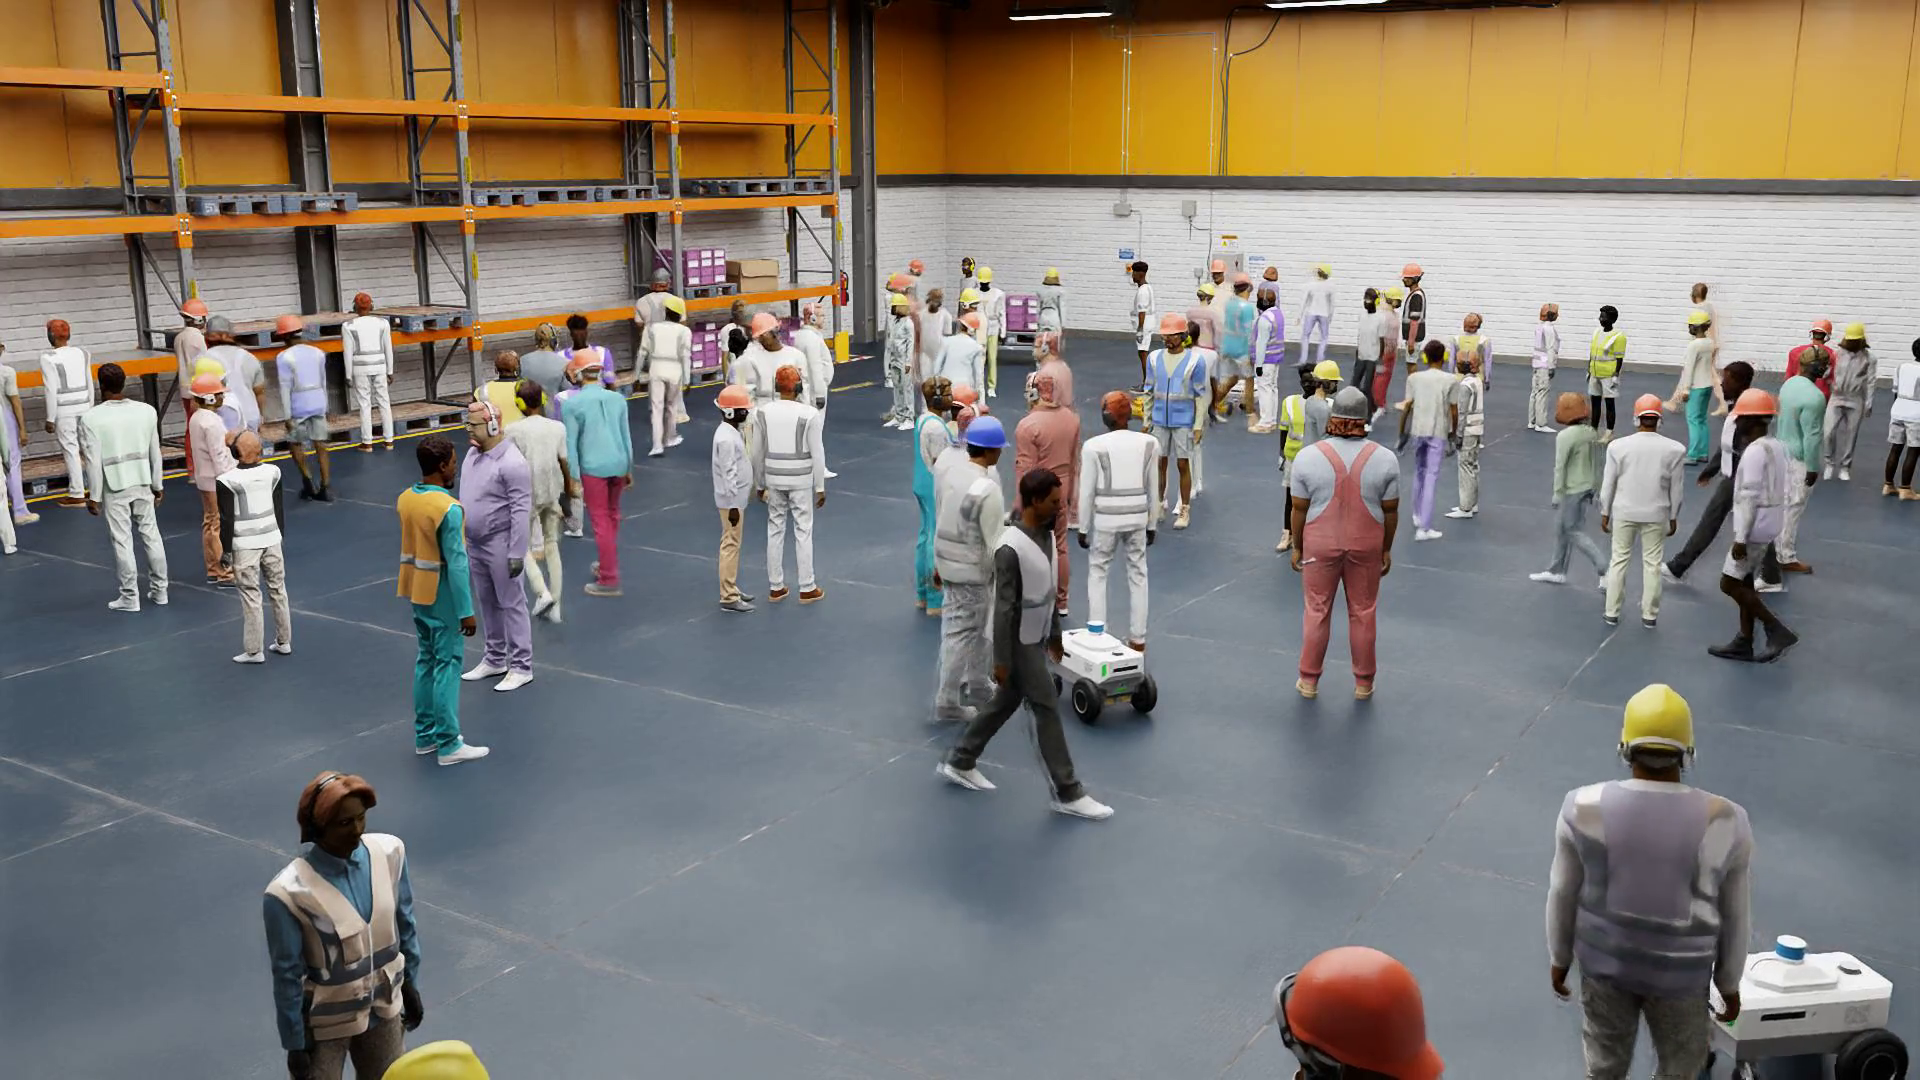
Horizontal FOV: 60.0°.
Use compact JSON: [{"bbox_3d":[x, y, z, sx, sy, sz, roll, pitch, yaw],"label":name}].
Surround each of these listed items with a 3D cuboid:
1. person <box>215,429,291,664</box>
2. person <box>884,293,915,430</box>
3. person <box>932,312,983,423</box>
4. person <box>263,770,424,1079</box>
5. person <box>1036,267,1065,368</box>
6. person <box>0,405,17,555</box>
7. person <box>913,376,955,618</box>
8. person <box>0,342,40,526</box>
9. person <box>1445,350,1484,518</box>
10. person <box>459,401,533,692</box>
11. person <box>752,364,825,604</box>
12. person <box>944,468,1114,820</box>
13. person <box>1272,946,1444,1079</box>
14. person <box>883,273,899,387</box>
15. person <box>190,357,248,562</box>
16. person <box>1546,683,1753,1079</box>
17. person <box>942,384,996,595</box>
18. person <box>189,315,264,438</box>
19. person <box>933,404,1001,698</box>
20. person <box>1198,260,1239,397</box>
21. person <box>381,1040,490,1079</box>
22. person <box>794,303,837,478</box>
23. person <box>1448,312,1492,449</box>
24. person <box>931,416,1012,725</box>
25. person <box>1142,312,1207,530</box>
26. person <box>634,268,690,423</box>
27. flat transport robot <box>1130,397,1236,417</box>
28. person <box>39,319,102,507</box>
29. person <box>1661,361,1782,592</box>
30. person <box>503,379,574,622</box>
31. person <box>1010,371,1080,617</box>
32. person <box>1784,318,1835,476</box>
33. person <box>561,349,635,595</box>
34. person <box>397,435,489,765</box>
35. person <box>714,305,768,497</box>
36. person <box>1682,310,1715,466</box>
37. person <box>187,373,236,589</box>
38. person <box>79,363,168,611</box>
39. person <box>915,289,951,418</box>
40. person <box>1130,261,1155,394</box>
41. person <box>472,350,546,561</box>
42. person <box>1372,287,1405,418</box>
[{"bbox_3d":[-4.878,0.041,11.499,0.308,1.645,0.514,7,15,28],"label":"person"},{"bbox_3d":[-0.774,-2.299,21.431,0.294,1.744,0.487,-9,16,-35],"label":"person"},{"bbox_3d":[-0.018,-1.802,19.406,0.587,1.690,0.762,11,17,39],"label":"person"},{"bbox_3d":[-1.916,1.496,5.224,0.315,1.630,0.511,8,15,31],"label":"person"},{"bbox_3d":[1.449,-3.472,26.539,0.491,1.734,0.340,6,14,25],"label":"person"},{"bbox_3d":[-8.560,-0.650,14.496,0.514,1.643,0.315,-9,16,-35],"label":"person"},{"bbox_3d":[-0.180,-0.331,12.670,0.344,1.847,0.504,-4,14,-17],"label":"person"},{"bbox_3d":[-9.127,-1.049,15.786,0.508,1.844,0.336,1,13,3],"label":"person"},{"bbox_3d":[4.926,-1.029,16.169,0.314,1.633,0.519,7,15,27],"label":"person"},{"bbox_3d":[-3.077,0.037,10.943,0.646,1.908,0.408,11,17,41],"label":"person"},{"bbox_3d":[-1.332,-0.435,13.034,0.584,1.882,0.337,4,14,16],"label":"person"},{"bbox_3d":[0.346,0.525,8.941,1.018,1.867,0.597,6,14,23],"label":"person"},{"bbox_3d":[0.725,1.743,3.355,0.384,1.991,0.609,8,15,32],"label":"person"},{"bbox_3d":[-0.982,-3.200,25.357,0.313,1.735,0.483,5,14,19],"label":"person"},{"bbox_3d":[-6.265,-0.663,14.200,0.409,1.825,0.609,-6,14,-26],"label":"person"},{"bbox_3d":[2.206,1.361,5.384,0.612,1.819,0.467,6,14,25],"label":"person"},{"bbox_3d":[0.006,-0.335,12.888,0.573,1.750,0.330,2,13,10],"label":"person"},{"bbox_3d":[-6.956,-1.145,15.770,0.542,2.000,0.715,10,16,36],"label":"person"},{"bbox_3d":[0.089,0.066,10.812,0.400,1.910,0.643,-7,15,-27],"label":"person"},{"bbox_3d":[3.753,-3.093,24.321,0.609,1.996,0.383,6,14,25],"label":"person"},{"bbox_3d":[-1.052,1.845,3.420,0.341,1.760,0.525,-4,14,-18],"label":"person"},{"bbox_3d":[-1.584,-1.639,18.209,0.410,1.909,0.642,-5,14,-19],"label":"person"},{"bbox_3d":[6.096,-1.899,19.912,0.514,1.644,0.308,8,15,32],"label":"person"},{"bbox_3d":[0.137,0.181,10.272,0.744,1.915,0.636,-7,15,-26],"label":"person"},{"bbox_3d":[1.993,-1.115,15.635,0.615,2.042,0.374,7,15,28],"label":"person"},{"bbox_3d":[-3.897,-2.563,21.924,0.674,2.000,0.535,2,13,8],"label":"person"},{"bbox_3d":[2.990,-1.852,22.718,1.431,0.197,0.652,-6,14,-25],"label":"flat transport robot"},{"bbox_3d":[-8.909,-1.267,16.649,0.359,1.882,0.575,4,14,18],"label":"person"},{"bbox_3d":[6.189,-0.510,13.409,1.055,1.859,0.590,7,15,27],"label":"person"},{"bbox_3d":[-3.175,-0.290,12.489,0.565,1.845,0.413,-10,16,-36],"label":"person"},{"bbox_3d":[0.604,-0.319,12.496,0.406,1.900,0.653,11,17,40],"label":"person"},{"bbox_3d":[9.319,-1.551,18.196,0.578,1.737,0.355,8,15,33],"label":"person"},{"bbox_3d":[-2.931,-0.549,13.435,0.755,1.953,0.625,11,17,40],"label":"person"},{"bbox_3d":[-3.021,0.348,9.595,0.386,1.912,0.595,-12,18,-42],"label":"person"},{"bbox_3d":[-2.134,-1.416,16.948,0.872,2.000,0.728,0,13,0],"label":"person"},{"bbox_3d":[8.378,-1.732,18.946,0.527,1.754,0.362,-10,16,-38],"label":"person"},{"bbox_3d":[-6.038,-0.484,13.524,0.318,1.756,0.559,-10,17,-38],"label":"person"},{"bbox_3d":[-6.427,-0.405,12.832,0.371,1.916,0.597,8,15,32],"label":"person"},{"bbox_3d":[-0.340,-2.399,21.789,0.516,1.788,0.951,3,13,14],"label":"person"},{"bbox_3d":[2.701,-3.156,24.691,0.385,1.957,0.602,2,13,9],"label":"person"},{"bbox_3d":[-3.851,-0.721,14.371,0.623,1.844,0.429,-1,13,-6],"label":"person"},{"bbox_3d":[5.782,-2.529,22.403,0.350,1.758,0.522,9,16,34],"label":"person"}]
